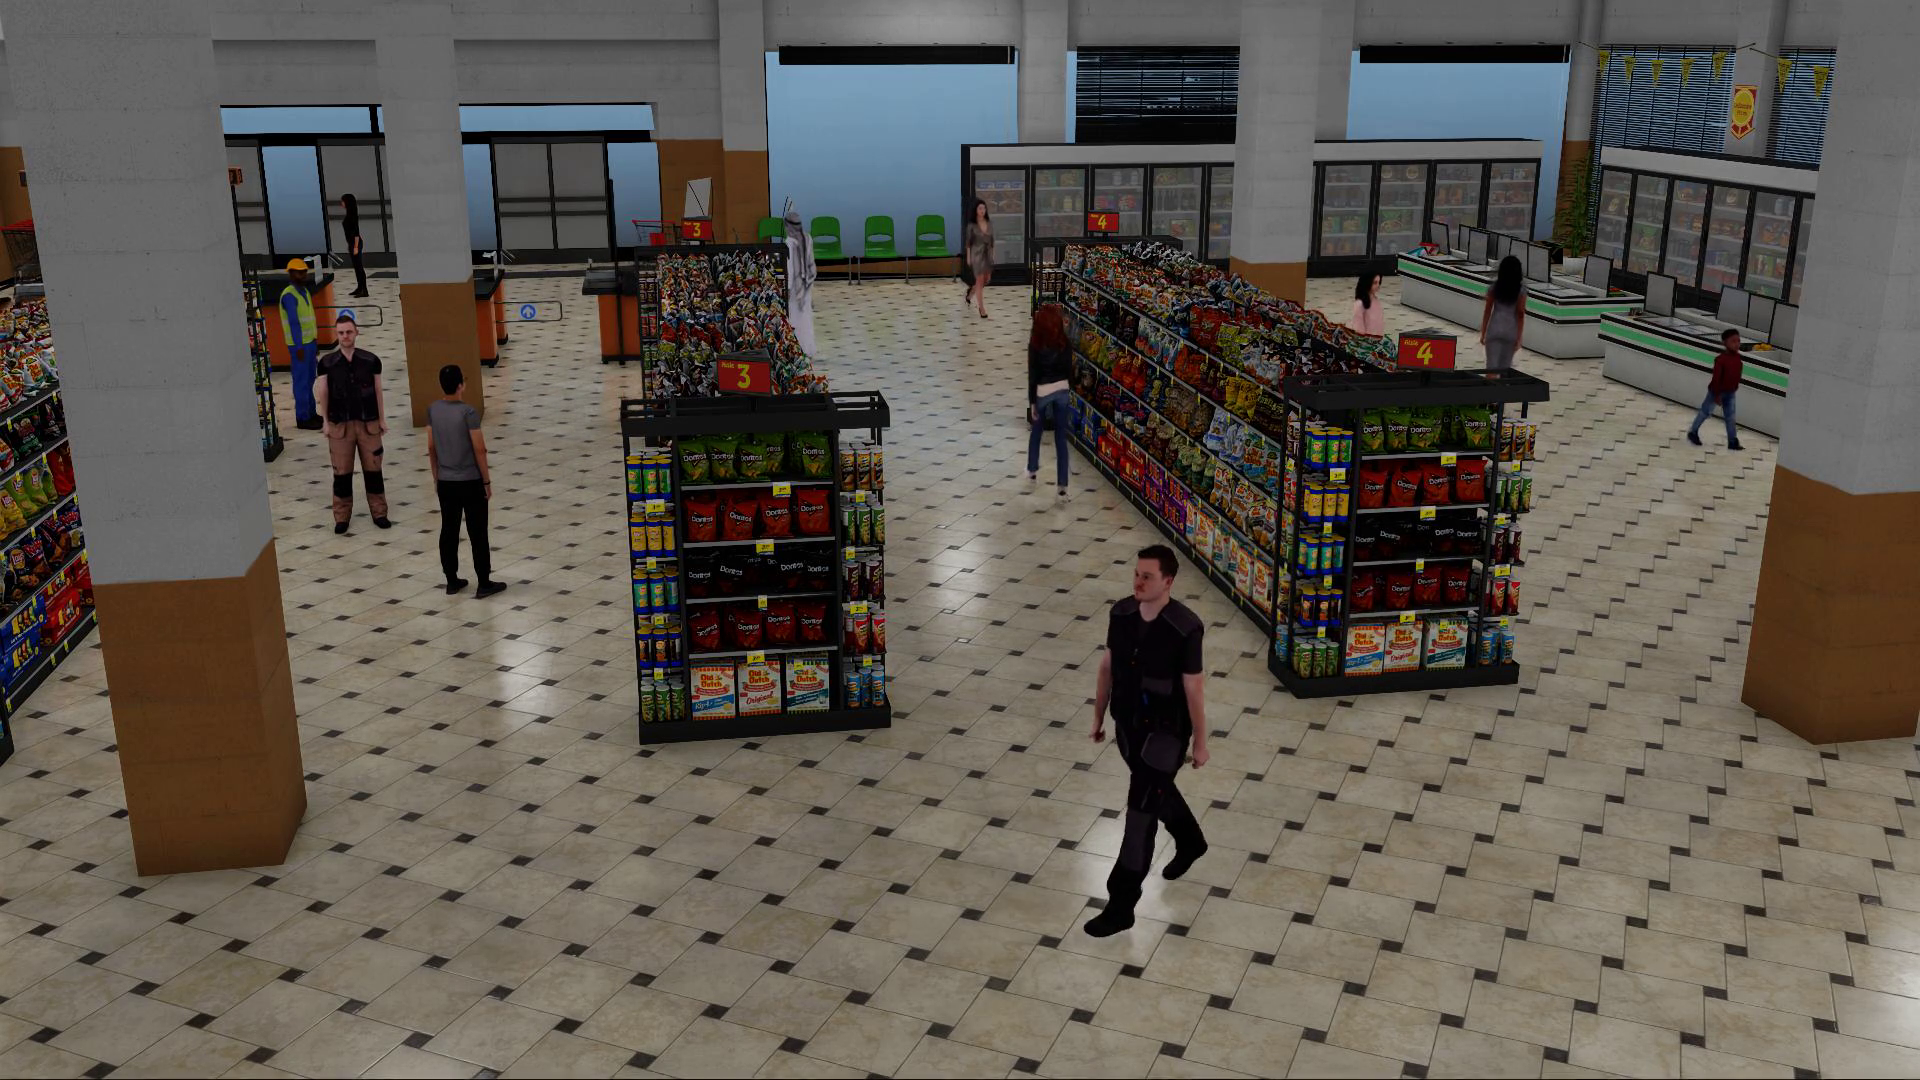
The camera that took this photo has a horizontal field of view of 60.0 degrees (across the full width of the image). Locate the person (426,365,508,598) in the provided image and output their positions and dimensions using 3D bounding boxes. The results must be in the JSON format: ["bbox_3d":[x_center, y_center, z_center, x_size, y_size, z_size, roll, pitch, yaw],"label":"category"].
[{"bbox_3d":[-3.742,-0.449,12.459,0.701,1.754,0.689,5,18,16],"label":"person"}]

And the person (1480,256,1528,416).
[{"bbox_3d":[5.909,-2.183,18.158,0.892,1.760,1.071,5,18,16],"label":"person"}]

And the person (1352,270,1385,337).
[{"bbox_3d":[4.178,-1.965,17.459,0.879,1.750,0.955,-13,21,-37],"label":"person"}]

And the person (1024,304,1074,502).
[{"bbox_3d":[0.847,-1.186,14.924,0.598,1.731,1.230,-3,17,-8],"label":"person"}]

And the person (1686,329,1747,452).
[{"bbox_3d":[7.692,-1.527,16.907,0.622,1.232,0.915,-6,18,-20],"label":"person"}]

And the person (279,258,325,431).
[{"bbox_3d":[-7.060,-2.115,17.846,0.757,1.811,0.566,0,17,-1],"label":"person"}]

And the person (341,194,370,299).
[{"bbox_3d":[-9.766,-4.759,26.848,0.713,1.641,0.566,-11,20,-31],"label":"person"}]

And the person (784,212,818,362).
[{"bbox_3d":[-2.088,-3.246,21.375,0.863,1.925,0.781,9,19,28],"label":"person"}]

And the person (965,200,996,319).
[{"bbox_3d":[0.283,-4.205,24.876,0.810,1.727,1.061,-9,19,-27],"label":"person"}]

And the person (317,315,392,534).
[{"bbox_3d":[-5.145,-1.000,14.123,0.736,1.841,0.672,-7,18,-23],"label":"person"}]

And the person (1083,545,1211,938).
[{"bbox_3d":[0.972,0.906,7.910,1.189,1.804,1.278,-14,22,-38],"label":"person"}]
